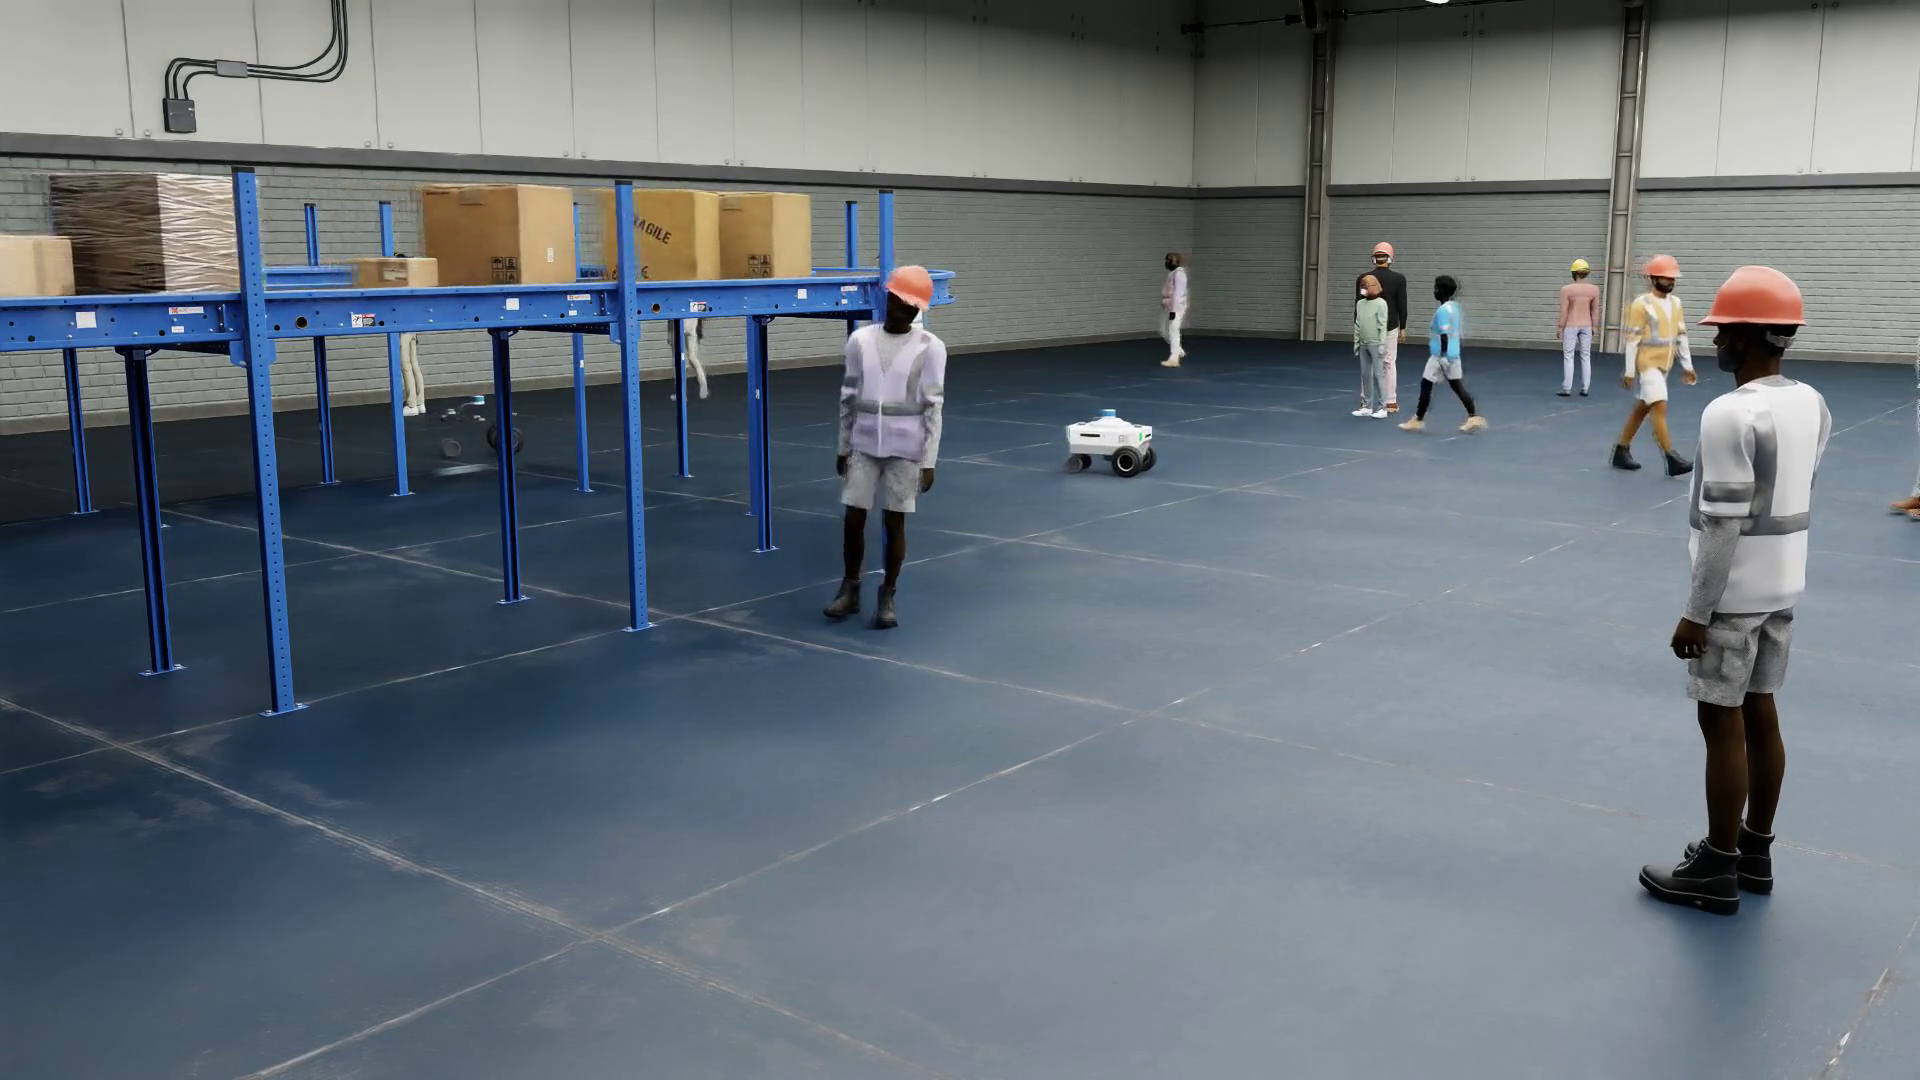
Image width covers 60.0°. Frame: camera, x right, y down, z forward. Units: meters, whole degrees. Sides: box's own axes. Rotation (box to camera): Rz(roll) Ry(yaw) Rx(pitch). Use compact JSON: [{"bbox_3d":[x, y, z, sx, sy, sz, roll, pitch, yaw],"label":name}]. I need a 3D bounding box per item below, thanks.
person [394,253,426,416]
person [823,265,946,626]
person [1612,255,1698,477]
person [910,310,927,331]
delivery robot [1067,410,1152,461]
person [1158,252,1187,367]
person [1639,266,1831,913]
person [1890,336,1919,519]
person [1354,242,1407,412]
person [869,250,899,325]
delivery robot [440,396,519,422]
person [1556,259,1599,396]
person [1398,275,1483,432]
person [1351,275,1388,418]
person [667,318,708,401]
[{"bbox_3d":[-6.436,-2.381,19.267,0.309,1.868,0.535,1,10,7],"label":"person"},{"bbox_3d":[-0.378,-0.471,8.641,0.644,1.882,0.381,3,11,16],"label":"person"},{"bbox_3d":[6.066,-1.514,14.420,0.547,1.884,0.996,-6,12,-30],"label":"person"},{"bbox_3d":[-0.590,-2.370,19.843,0.310,1.638,0.522,9,14,41],"label":"person"},{"bbox_3d":[1.306,-0.898,14.551,0.707,0.478,0.477,4,11,22],"label":"delivery robot"},{"bbox_3d":[3.428,-3.713,26.777,0.438,1.830,0.627,-1,10,-5],"label":"person"},{"bbox_3d":[2.355,0.149,5.057,0.545,1.938,0.361,-8,13,-38],"label":"person"},{"bbox_3d":[7.128,-1.121,12.069,0.390,1.949,0.605,2,10,10],"label":"person"},{"bbox_3d":[4.975,-2.513,19.673,0.610,1.986,0.392,4,11,21],"label":"person"},{"bbox_3d":[-0.985,-2.996,22.625,0.396,1.893,0.695,10,14,43],"label":"person"},{"bbox_3d":[-4.569,-1.257,15.803,0.698,0.223,0.335,-5,11,-24],"label":"delivery robot"},{"bbox_3d":[8.024,-2.758,21.648,0.535,1.766,0.321,-1,10,-5],"label":"person"},{"bbox_3d":[5.124,-1.954,17.487,0.855,1.658,0.540,6,12,29],"label":"person"},{"bbox_3d":[4.708,-2.219,19.069,0.318,1.621,0.514,-5,11,-26],"label":"person"},{"bbox_3d":[-3.424,-2.645,20.799,0.534,1.841,0.722,-7,12,-34],"label":"person"}]
